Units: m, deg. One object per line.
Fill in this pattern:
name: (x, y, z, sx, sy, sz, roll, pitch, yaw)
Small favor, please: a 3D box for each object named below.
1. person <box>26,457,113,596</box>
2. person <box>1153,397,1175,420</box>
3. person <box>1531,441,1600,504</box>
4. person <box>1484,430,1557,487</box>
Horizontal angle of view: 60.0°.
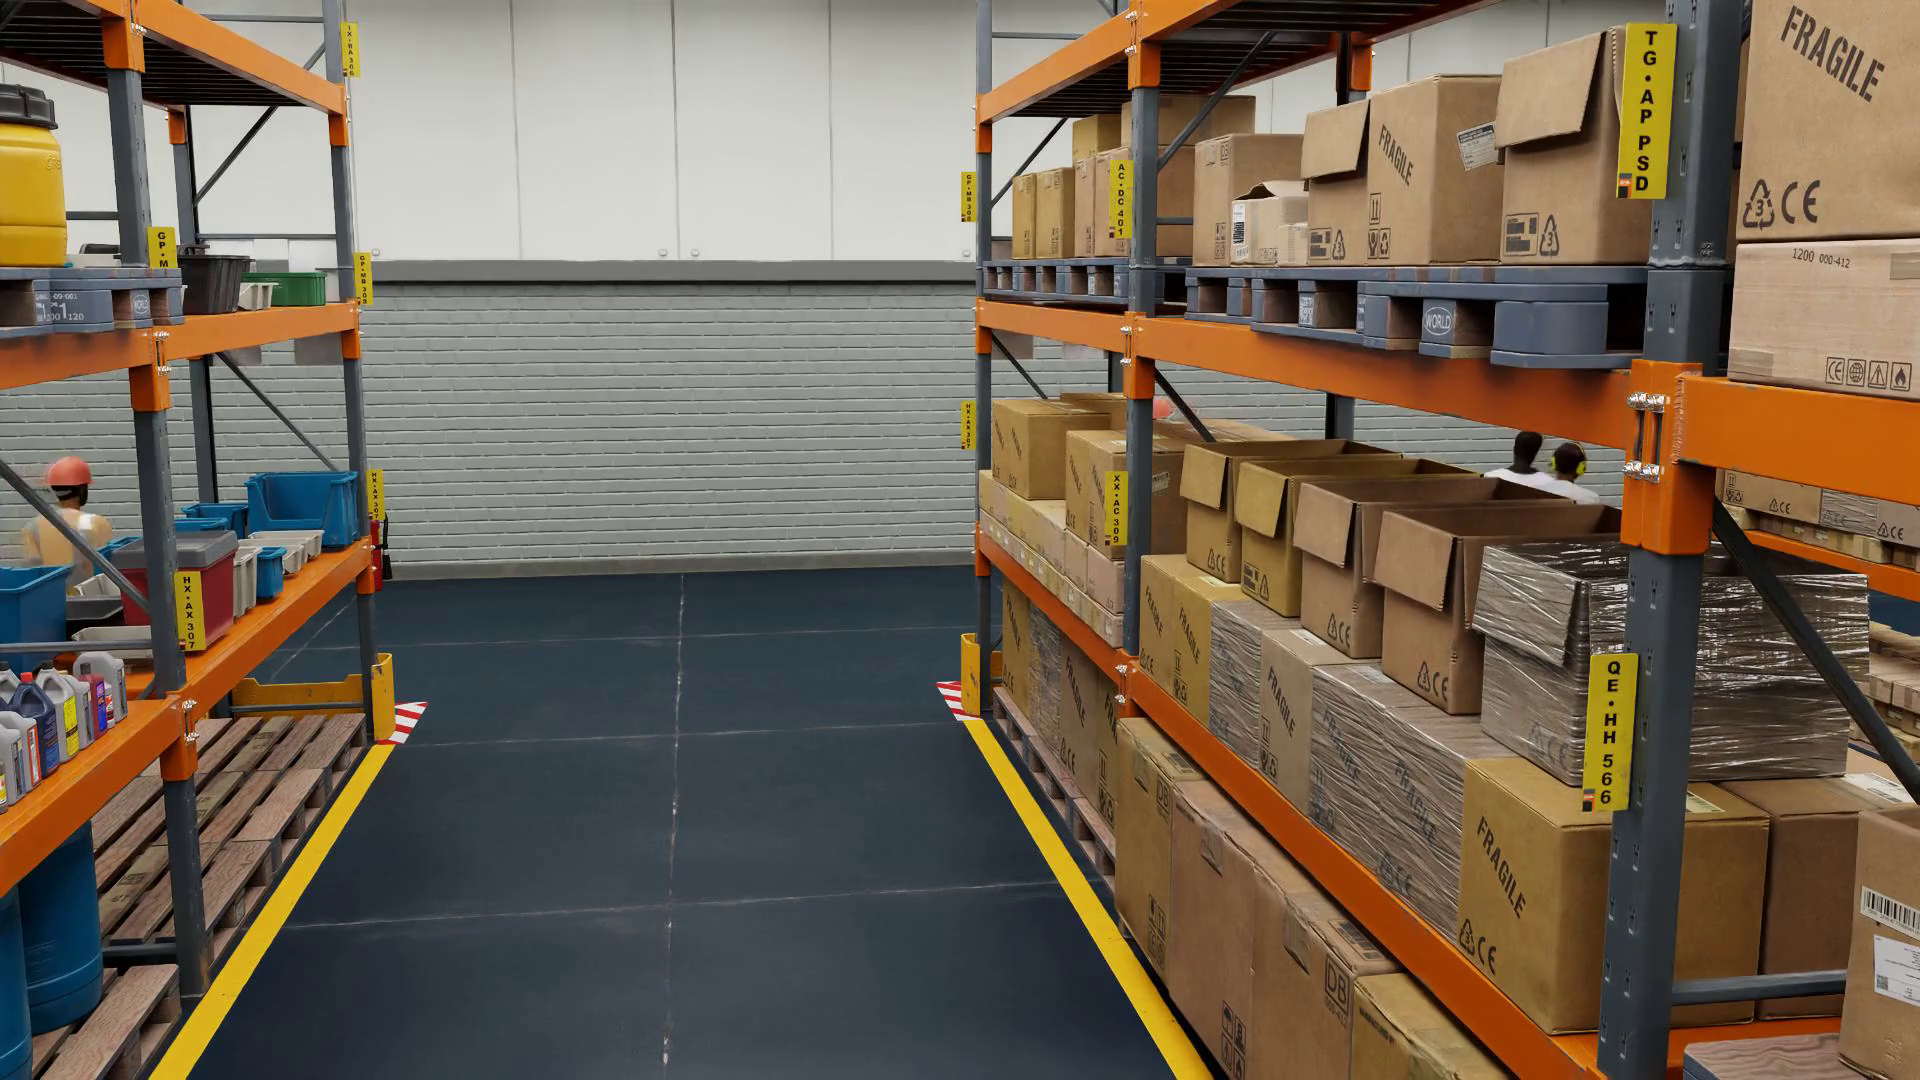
person: (-5.495, 0.428, 10.366, 0.548, 1.891, 1.009, 3, 10, 16)
person: (1.584, -0.228, 14.139, 0.890, 1.955, 0.639, 0, 9, -3)
person: (4.195, 0.231, 11.642, 0.546, 1.847, 0.483, 7, 11, 36)
person: (4.065, 0.121, 12.236, 0.619, 1.880, 0.800, -1, 9, -4)
